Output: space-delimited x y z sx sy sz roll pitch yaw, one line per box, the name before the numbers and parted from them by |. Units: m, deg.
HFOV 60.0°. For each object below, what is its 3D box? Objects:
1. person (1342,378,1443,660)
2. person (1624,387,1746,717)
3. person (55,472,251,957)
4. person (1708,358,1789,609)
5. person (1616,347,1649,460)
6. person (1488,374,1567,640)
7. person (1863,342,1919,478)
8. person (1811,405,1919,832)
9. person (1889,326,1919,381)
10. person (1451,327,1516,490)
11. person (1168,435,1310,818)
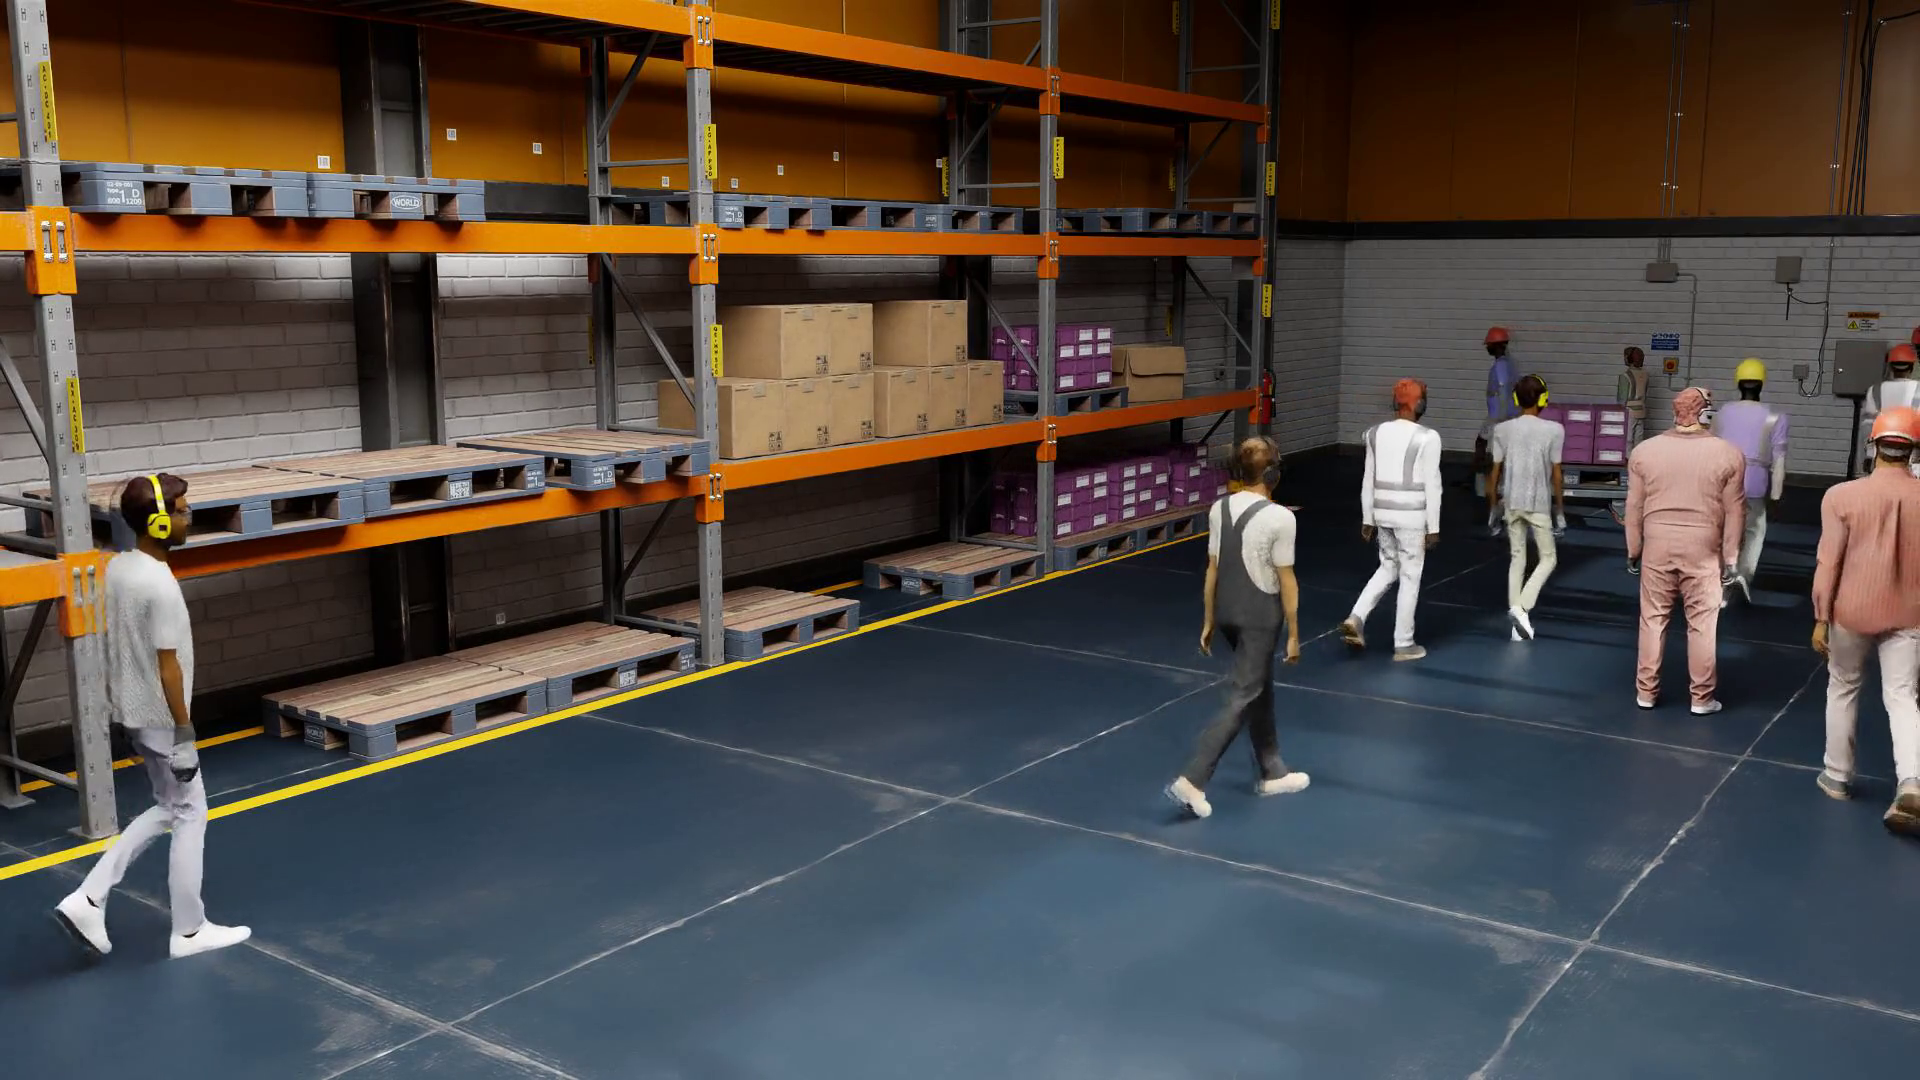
person | 2.839 -0.119 10.872 0.543 1.873 0.589 -7 12 -34
person | 4.200 0.065 9.660 0.642 1.905 0.399 6 11 33
person | -3.026 0.677 6.158 0.533 1.855 0.553 9 13 42
person | 5.826 -0.399 12.418 0.593 1.913 0.522 6 11 32
person | 7.748 -1.410 19.218 0.517 1.645 0.308 -7 12 -38
person | 3.892 -0.207 11.421 0.557 1.855 0.459 8 12 39
person | 8.285 -0.792 14.741 0.554 1.916 0.804 9 13 44
person | 4.345 0.354 7.800 0.622 1.962 0.931 3 10 16
person | 10.019 -1.258 17.356 0.700 1.963 0.631 7 12 36
person | 6.187 -1.476 18.923 1.001 1.884 0.551 5 11 29
person | 1.341 0.406 7.916 0.921 1.818 0.522 -6 11 -33
